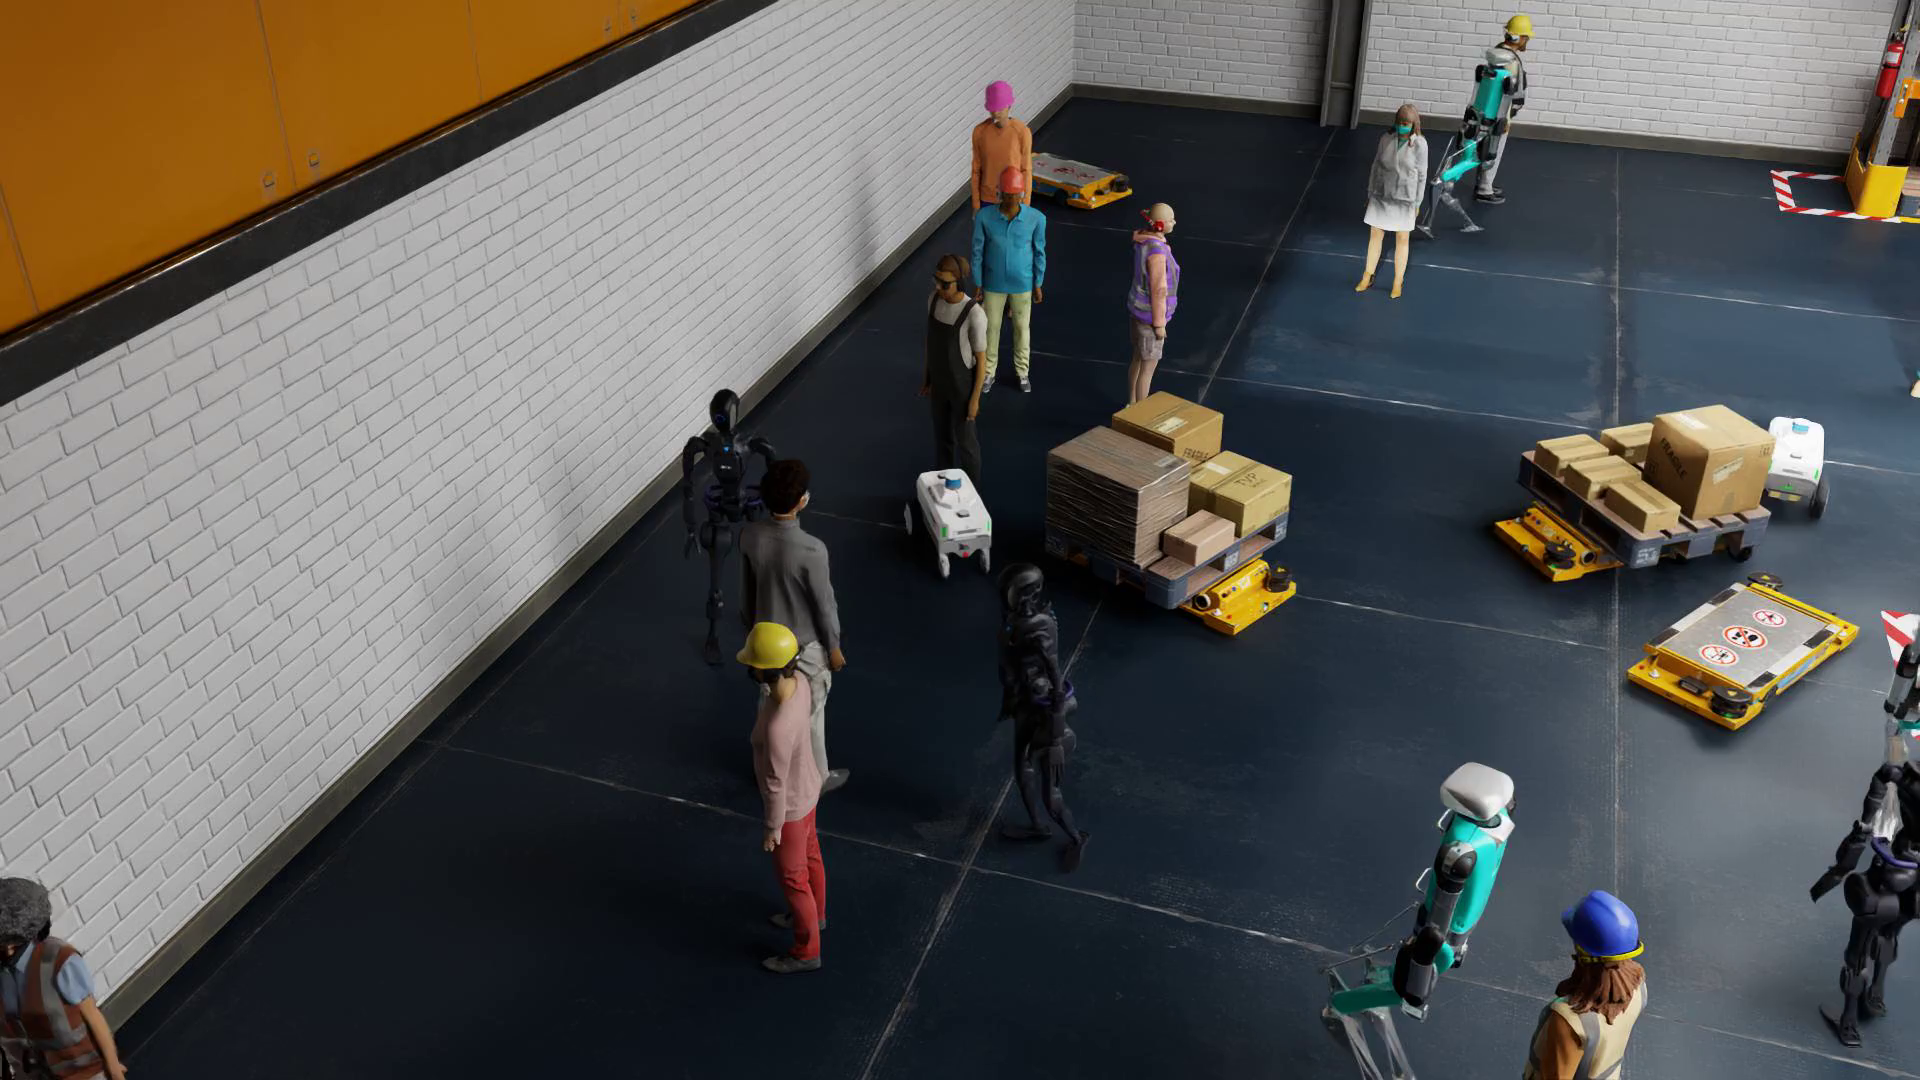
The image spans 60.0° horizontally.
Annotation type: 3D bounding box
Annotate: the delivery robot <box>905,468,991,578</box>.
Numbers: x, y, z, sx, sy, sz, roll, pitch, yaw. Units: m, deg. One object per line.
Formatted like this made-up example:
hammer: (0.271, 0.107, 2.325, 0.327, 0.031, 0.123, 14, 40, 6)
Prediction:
delivery robot: (-0.046, -0.160, 10.607, 0.499, 0.586, 0.773, -7, 31, -12)

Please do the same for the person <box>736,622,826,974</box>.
person: (-0.769, 1.118, 7.256, 0.326, 1.760, 0.525, 3, 31, 5)

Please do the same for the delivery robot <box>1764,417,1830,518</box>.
delivery robot: (5.615, -0.516, 11.240, 0.499, 0.614, 0.818, 13, 33, 21)

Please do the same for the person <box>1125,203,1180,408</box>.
person: (1.373, -1.601, 11.942, 0.341, 1.693, 0.493, -4, 31, -6)

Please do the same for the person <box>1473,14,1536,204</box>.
person: (5.299, -4.213, 16.263, 0.403, 1.821, 0.594, 3, 31, 6)

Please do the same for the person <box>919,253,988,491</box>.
person: (-0.050, -0.982, 10.742, 0.345, 1.846, 0.507, -26, 39, -36)

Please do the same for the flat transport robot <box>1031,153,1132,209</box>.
flat transport robot: (0.978, -3.653, 16.840, 1.431, 0.231, 0.659, 25, 39, 36)

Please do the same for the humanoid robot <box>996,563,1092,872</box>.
humanoid robot: (0.406, 0.808, 7.865, 0.467, 1.638, 0.608, -15, 33, -23)

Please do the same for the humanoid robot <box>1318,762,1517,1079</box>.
humanoid robot: (1.706, 1.565, 6.504, 0.667, 1.780, 0.540, 20, 36, 30)

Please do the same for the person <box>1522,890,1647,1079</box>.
person: (2.112, 1.944, 5.828, 0.480, 1.776, 0.323, -20, 36, -30)

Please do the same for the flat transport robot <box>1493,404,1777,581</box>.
flat transport robot: (4.260, -0.074, 10.752, 1.431, 0.231, 0.659, -10, 32, -16)

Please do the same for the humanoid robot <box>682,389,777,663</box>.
humanoid robot: (-1.276, -0.097, 9.424, 0.609, 1.655, 0.491, -1, 30, -2)

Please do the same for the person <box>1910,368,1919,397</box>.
person: (7.476, -1.887, 12.261, 0.537, 1.865, 0.386, 26, 39, 36)

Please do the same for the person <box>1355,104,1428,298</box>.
person: (3.689, -2.880, 14.145, 0.486, 1.663, 0.341, 17, 35, 27)

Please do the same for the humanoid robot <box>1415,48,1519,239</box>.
humanoid robot: (4.550, -3.594, 15.338, 0.990, 1.765, 0.533, -11, 32, -18)

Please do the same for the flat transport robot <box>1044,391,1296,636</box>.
flat transport robot: (1.320, 0.134, 10.397, 1.431, 0.231, 0.659, 26, 39, 37)

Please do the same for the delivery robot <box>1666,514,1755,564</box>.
delivery robot: (4.739, -0.199, 10.691, 0.499, 0.604, 0.808, -2, 31, -3)

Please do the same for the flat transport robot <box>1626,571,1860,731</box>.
flat transport robot: (4.526, 0.617, 9.575, 1.431, 0.231, 0.659, -23, 37, -34)

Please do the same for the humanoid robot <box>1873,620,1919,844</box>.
humanoid robot: (4.689, 0.748, 7.927, 0.546, 1.796, 0.738, 13, 33, 20)

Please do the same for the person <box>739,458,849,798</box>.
person: (-0.843, 0.475, 8.218, 0.554, 1.895, 0.380, 14, 33, 22)

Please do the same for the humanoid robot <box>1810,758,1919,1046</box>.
humanoid robot: (3.891, 1.382, 6.890, 0.611, 1.646, 0.324, -1, 30, -1)

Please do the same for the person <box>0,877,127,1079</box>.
person: (-3.264, 1.865, 6.055, 0.493, 1.673, 0.527, 2, 31, 4)

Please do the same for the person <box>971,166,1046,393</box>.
person: (0.359, -1.946, 12.466, 0.562, 1.755, 0.321, 1, 30, 2)

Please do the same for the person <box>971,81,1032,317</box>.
person: (0.334, -2.810, 13.734, 0.515, 1.973, 0.404, 8, 31, 13)
